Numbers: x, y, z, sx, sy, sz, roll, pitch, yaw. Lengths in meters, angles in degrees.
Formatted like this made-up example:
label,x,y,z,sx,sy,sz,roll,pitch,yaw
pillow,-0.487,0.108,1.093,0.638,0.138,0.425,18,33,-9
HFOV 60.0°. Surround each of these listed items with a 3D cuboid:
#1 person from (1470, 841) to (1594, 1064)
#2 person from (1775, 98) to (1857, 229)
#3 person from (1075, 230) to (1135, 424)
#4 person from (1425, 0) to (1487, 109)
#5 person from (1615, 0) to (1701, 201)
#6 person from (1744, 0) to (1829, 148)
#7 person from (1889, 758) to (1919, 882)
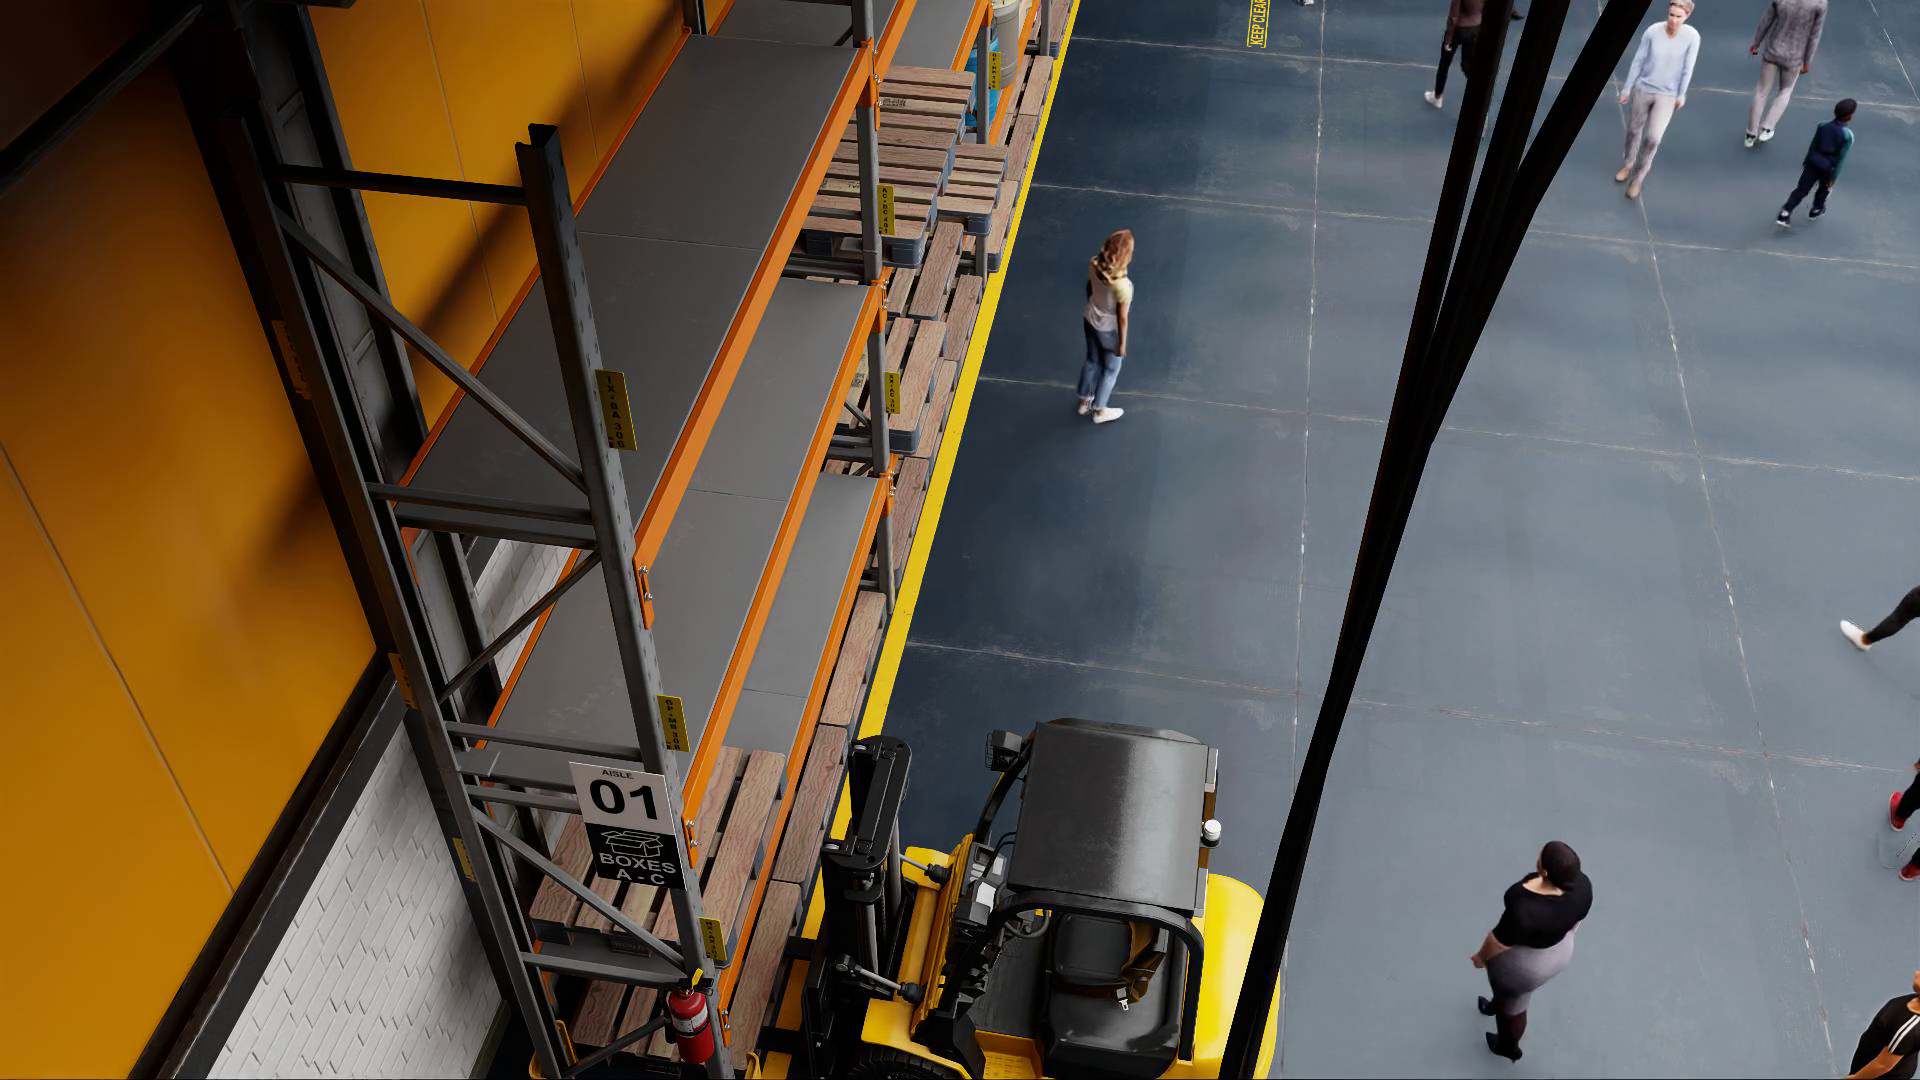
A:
label,x,y,z,sx,sy,sz,roll,pitch,yaw
person,3.013,2.219,8.620,0.805,1.741,0.855,-22,48,-22
person,7.632,-3.321,14.805,0.946,1.231,0.862,-29,51,-27
person,1.087,-1.609,12.661,0.775,1.710,0.713,-26,49,-24
person,4.922,-4.862,16.094,0.920,1.684,1.109,-14,45,-15
person,6.355,-4.106,15.165,0.867,1.870,0.982,22,48,21
person,7.718,-4.531,15.641,0.819,1.829,0.791,25,49,24
person,5.765,1.355,9.589,0.778,1.655,0.937,24,49,23
